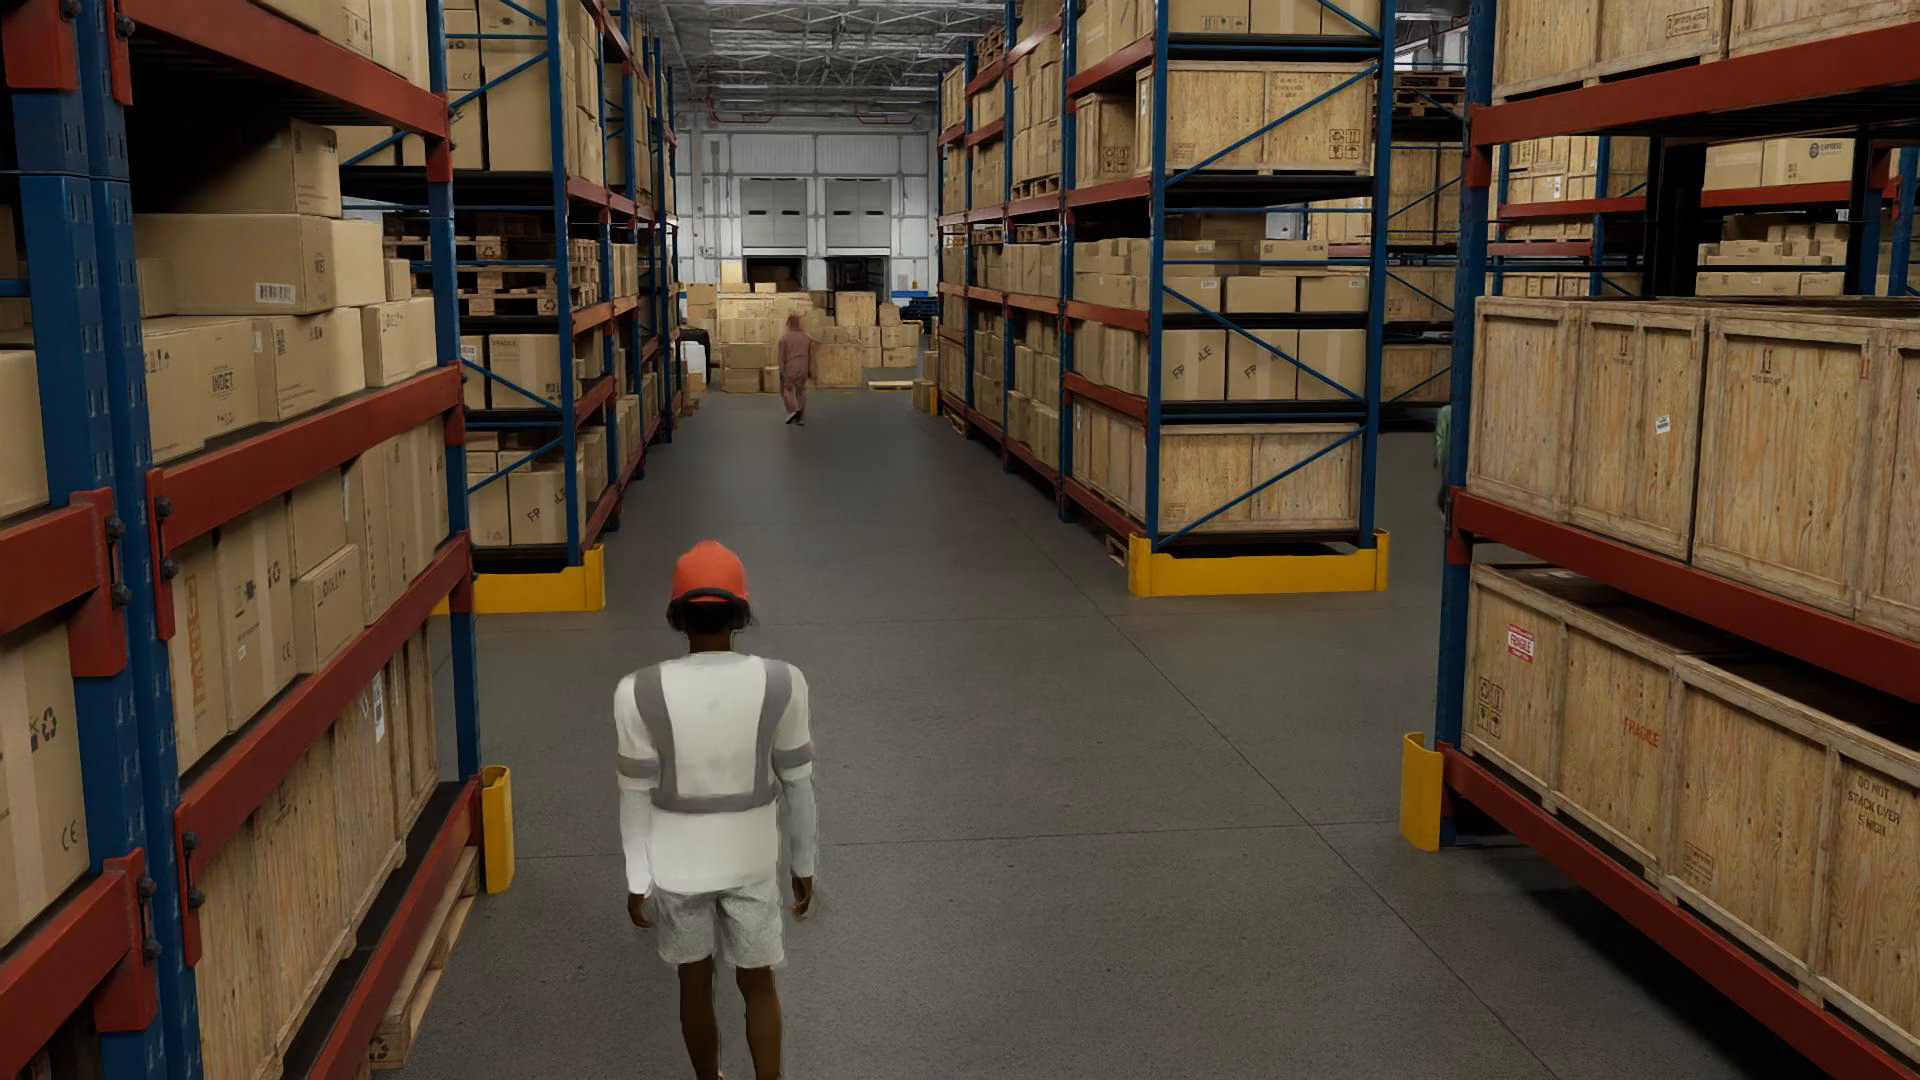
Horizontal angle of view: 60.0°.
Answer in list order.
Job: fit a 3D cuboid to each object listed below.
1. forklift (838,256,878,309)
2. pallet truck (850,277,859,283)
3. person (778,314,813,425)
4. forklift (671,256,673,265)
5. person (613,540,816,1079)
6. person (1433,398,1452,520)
[{"bbox_3d":[-3.625,-8.198,56.291,1.129,2.768,1.873,-6,12,-33],"label":"forklift"},{"bbox_3d":[-3.782,-9.391,65.808,1.885,1.965,0.823,2,10,10],"label":"pallet truck"},{"bbox_3d":[-2.809,-2.889,28.260,0.657,1.893,0.415,-5,11,-28],"label":"person"},{"bbox_3d":[-10.987,-9.066,61.344,1.129,2.768,1.873,-1,10,-7],"label":"forklift"},{"bbox_3d":[-0.746,1.017,5.180,0.614,2.018,0.804,-2,10,-13],"label":"person"},{"bbox_3d":[5.235,-0.897,17.492,0.525,1.601,0.626,1,10,7],"label":"person"}]
